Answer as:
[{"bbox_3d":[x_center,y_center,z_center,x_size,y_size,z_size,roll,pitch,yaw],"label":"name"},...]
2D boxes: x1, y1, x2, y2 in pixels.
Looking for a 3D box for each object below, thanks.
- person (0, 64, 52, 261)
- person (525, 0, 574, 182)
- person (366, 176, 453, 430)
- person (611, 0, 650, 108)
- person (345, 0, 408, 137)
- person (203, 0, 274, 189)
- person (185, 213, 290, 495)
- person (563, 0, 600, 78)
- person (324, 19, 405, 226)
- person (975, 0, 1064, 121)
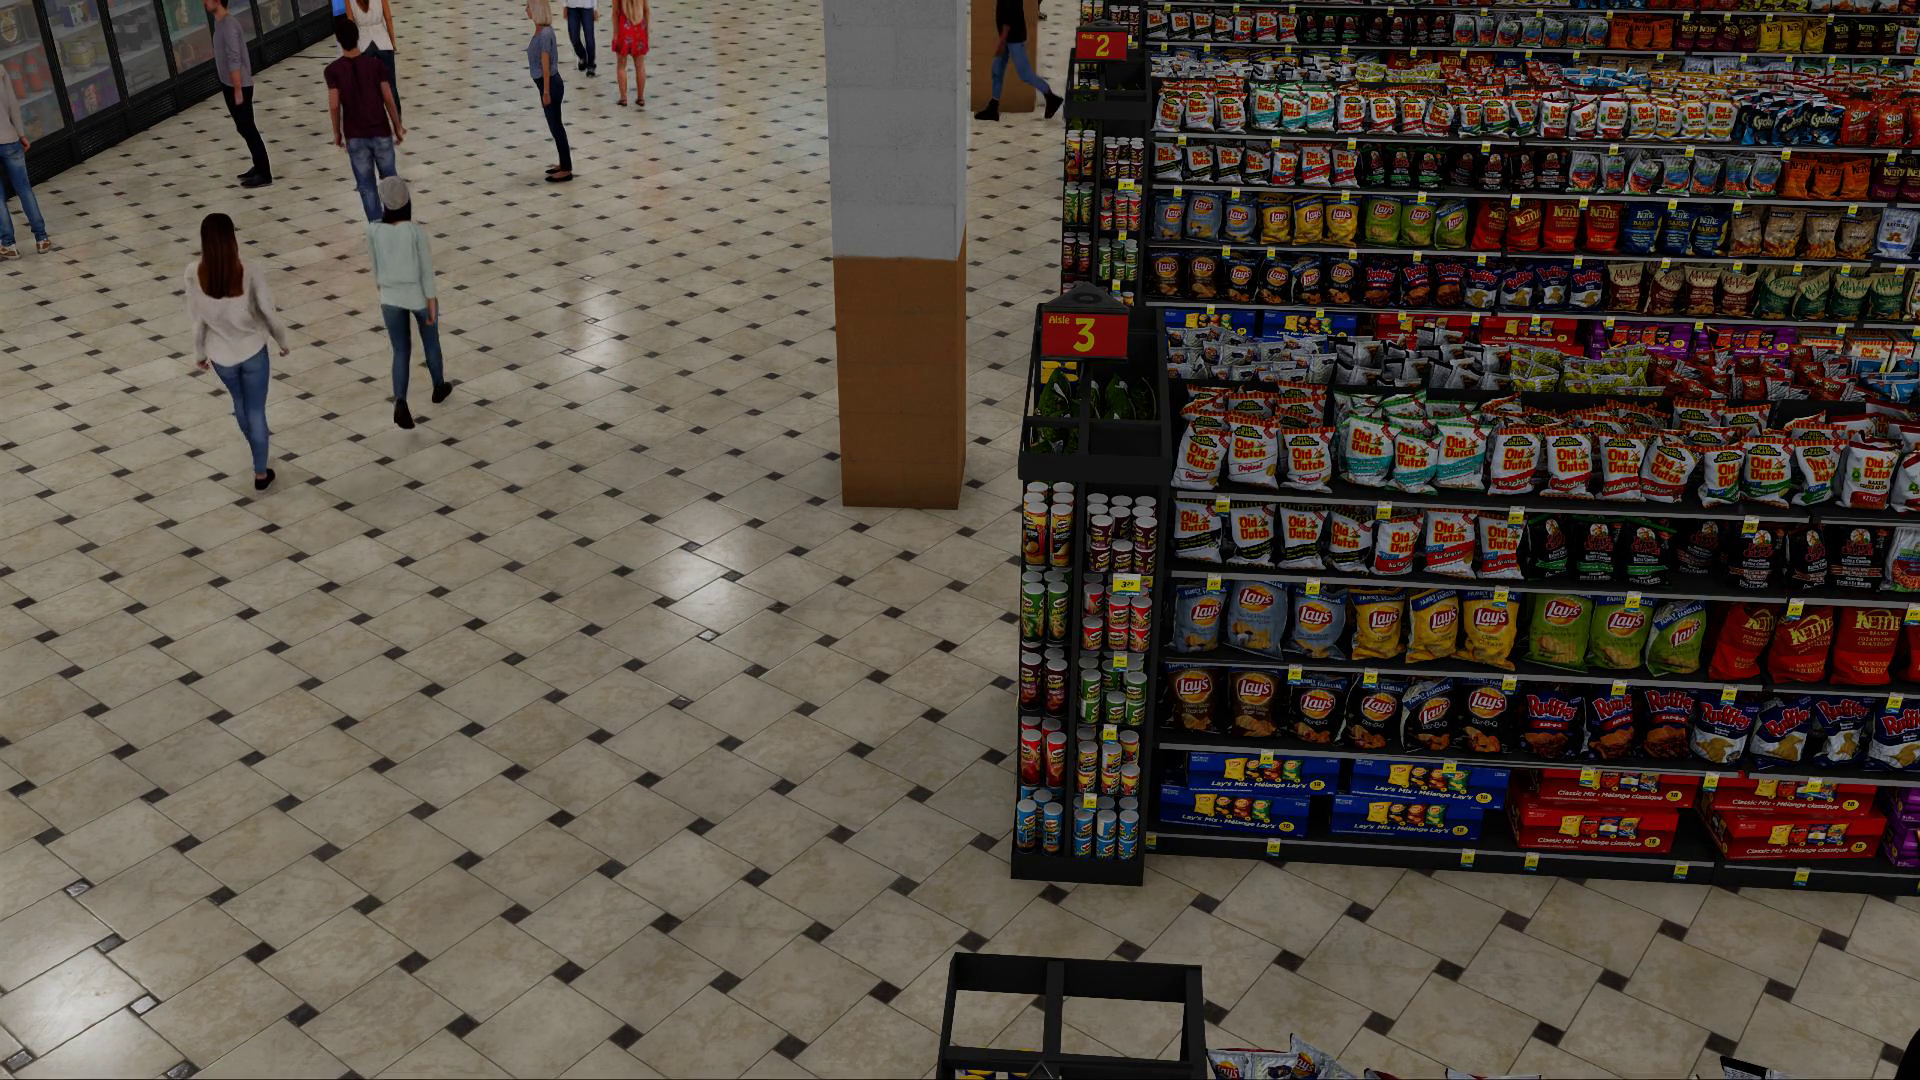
[{"bbox_3d":[-7.871,-3.247,13.564,0.746,1.905,0.797,-24,37,-36],"label":"person"},{"bbox_3d":[-3.832,-4.243,15.580,0.620,1.721,0.623,-8,30,-14],"label":"person"},{"bbox_3d":[-3.572,-1.501,10.672,1.053,1.611,0.724,-1,29,-3],"label":"person"},{"bbox_3d":[-3.526,-5.465,17.957,0.677,1.589,0.772,-12,31,-20],"label":"person"},{"bbox_3d":[-5.943,-4.990,16.884,0.603,1.783,0.720,-11,30,-19],"label":"person"},{"bbox_3d":[-6.682,-4.211,15.399,0.756,1.838,0.725,-17,33,-29],"label":"person"},{"bbox_3d":[-4.260,-1.060,9.801,0.859,1.672,0.839,-4,29,-7],"label":"person"},{"bbox_3d":[-4.397,-6.195,19.336,0.612,1.549,0.665,-4,29,-6],"label":"person"},{"bbox_3d":[-4.919,-3.357,13.846,1.003,1.828,1.010,-13,31,-22],"label":"person"},{"bbox_3d":[0.655,-5.165,17.336,1.178,1.657,0.644,-2,29,-4],"label":"person"}]
